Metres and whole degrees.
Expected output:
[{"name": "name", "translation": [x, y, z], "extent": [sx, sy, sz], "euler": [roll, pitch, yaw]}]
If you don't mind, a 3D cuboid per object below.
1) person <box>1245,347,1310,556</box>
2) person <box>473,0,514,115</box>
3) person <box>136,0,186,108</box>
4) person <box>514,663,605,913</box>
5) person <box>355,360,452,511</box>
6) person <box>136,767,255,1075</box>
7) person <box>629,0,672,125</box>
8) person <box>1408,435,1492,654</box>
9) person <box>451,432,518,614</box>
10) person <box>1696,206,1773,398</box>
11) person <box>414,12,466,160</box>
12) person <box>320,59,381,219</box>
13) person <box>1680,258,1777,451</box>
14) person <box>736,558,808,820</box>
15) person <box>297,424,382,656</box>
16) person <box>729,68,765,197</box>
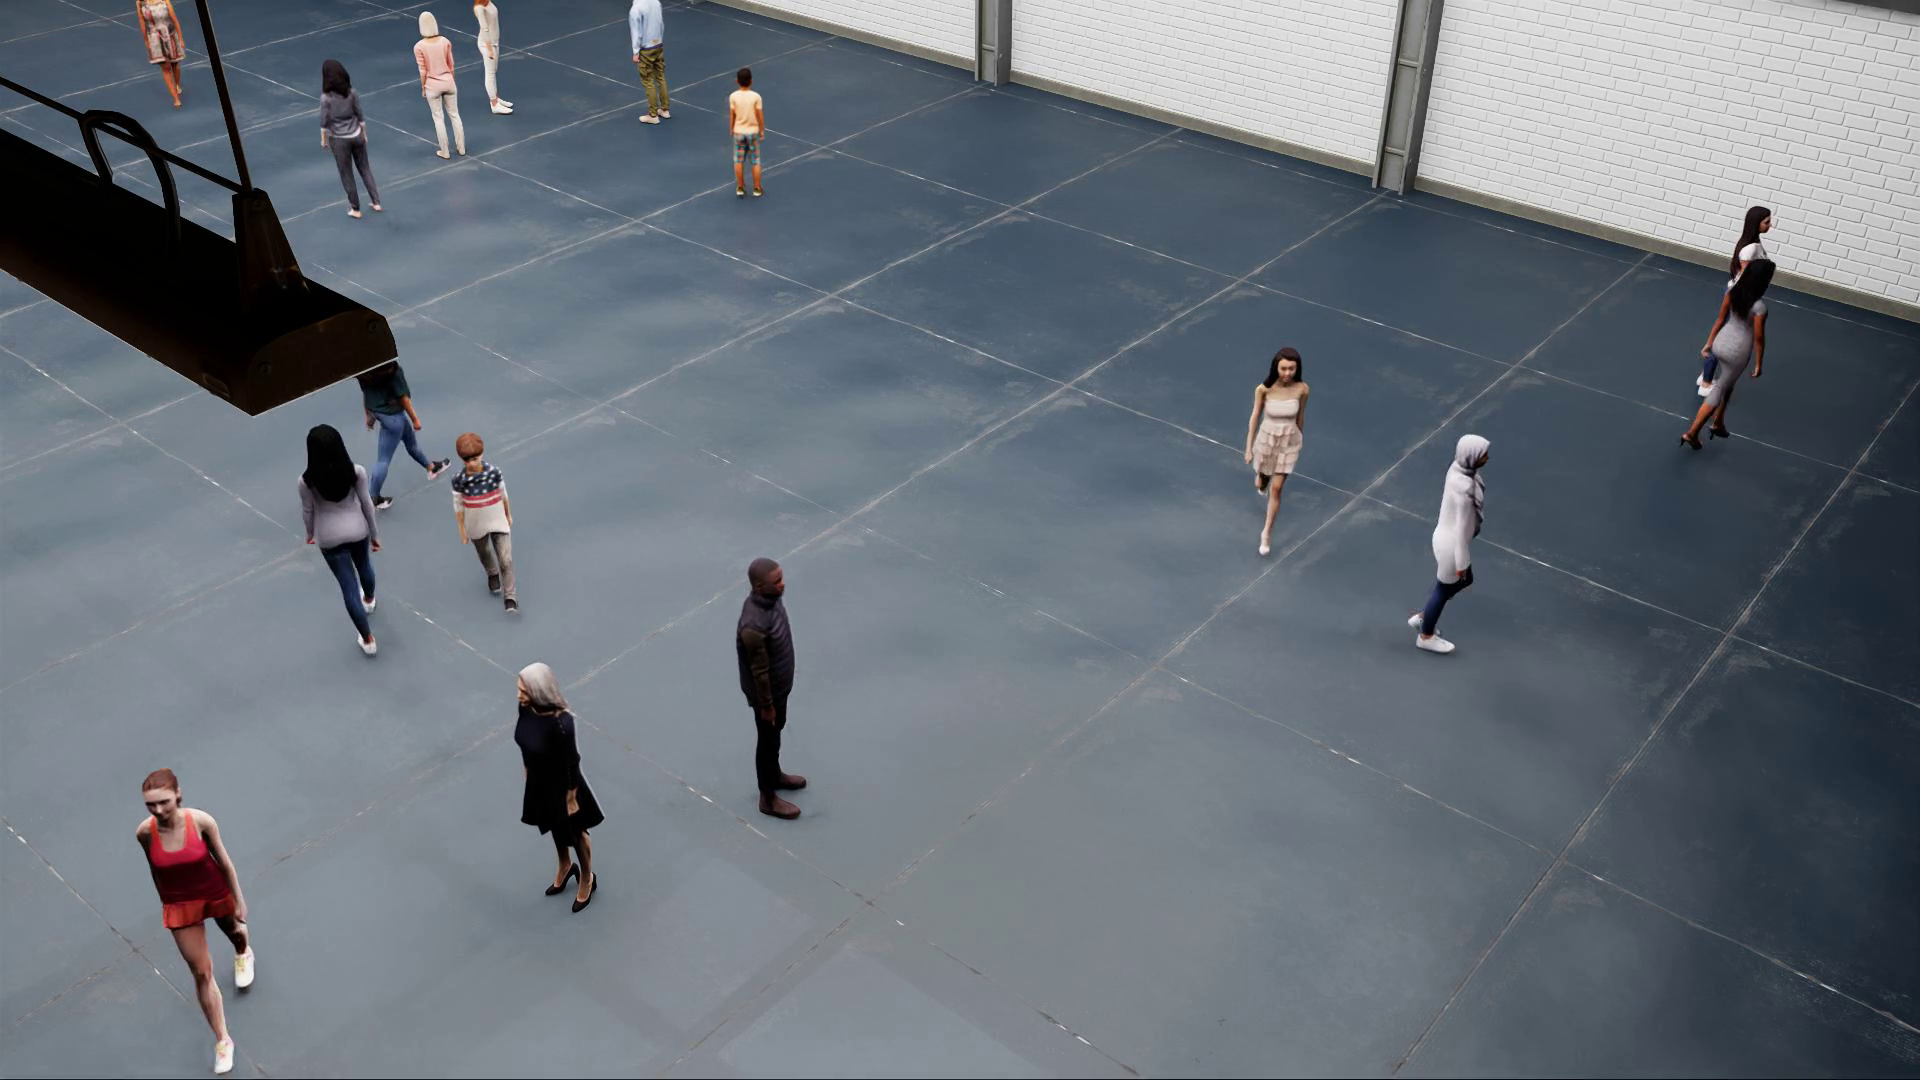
[{"name": "person", "translation": [2.414, -0.746, 12.745], "extent": [0.980, 1.713, 0.975], "euler": [2, 34, 3]}, {"name": "person", "translation": [-5.982, -6.290, 21.086], "extent": [0.743, 1.713, 0.684], "euler": [-3, 34, -4]}, {"name": "person", "translation": [-10.266, -6.460, 21.448], "extent": [0.917, 1.595, 1.193], "euler": [-15, 36, -21]}, {"name": "person", "translation": [-2.310, 1.409, 9.474], "extent": [0.497, 1.746, 0.652], "euler": [23, 40, 31]}, {"name": "person", "translation": [-4.582, -0.947, 13.180], "extent": [1.072, 1.567, 0.741], "euler": [20, 38, 27]}, {"name": "person", "translation": [-4.006, 1.863, 8.829], "extent": [0.982, 1.703, 1.190], "euler": [-10, 35, -15]}, {"name": "person", "translation": [-3.876, -6.131, 20.757], "extent": [0.606, 1.812, 0.704], "euler": [19, 38, 26]}, {"name": "person", "translation": [3.331, 0.028, 11.534], "extent": [0.748, 1.765, 0.734], "euler": [9, 35, 13]}, {"name": "person", "translation": [-3.481, -0.181, 12.174], "extent": [0.858, 1.405, 1.004], "euler": [-9, 35, -14]}, {"name": "person", "translation": [6.865, -2.117, 14.752], "extent": [0.594, 1.775, 0.635], "euler": [15, 37, 22]}, {"name": "person", "translation": [-6.176, -5.398, 19.734], "extent": [0.650, 1.725, 0.602], "euler": [-22, 39, -29]}, {"name": "person", "translation": [-6.667, -4.342, 18.112], "extent": [0.662, 1.761, 0.626], "euler": [-27, 42, -34]}, {"name": "person", "translation": [6.330, -1.504, 13.844], "extent": [0.892, 1.760, 0.851], "euler": [-9, 35, -13]}, {"name": "person", "translation": [-1.168, 0.885, 10.178], "extent": [0.792, 1.839, 0.778], "euler": [3, 34, 4]}, {"name": "person", "translation": [-4.259, 0.040, 11.572], "extent": [0.842, 1.703, 1.087], "euler": [-19, 38, -27]}, {"name": "person", "translation": [-2.424, -4.585, 18.750], "extent": [0.647, 1.459, 0.707], "euler": [-2, 34, -3]}]
